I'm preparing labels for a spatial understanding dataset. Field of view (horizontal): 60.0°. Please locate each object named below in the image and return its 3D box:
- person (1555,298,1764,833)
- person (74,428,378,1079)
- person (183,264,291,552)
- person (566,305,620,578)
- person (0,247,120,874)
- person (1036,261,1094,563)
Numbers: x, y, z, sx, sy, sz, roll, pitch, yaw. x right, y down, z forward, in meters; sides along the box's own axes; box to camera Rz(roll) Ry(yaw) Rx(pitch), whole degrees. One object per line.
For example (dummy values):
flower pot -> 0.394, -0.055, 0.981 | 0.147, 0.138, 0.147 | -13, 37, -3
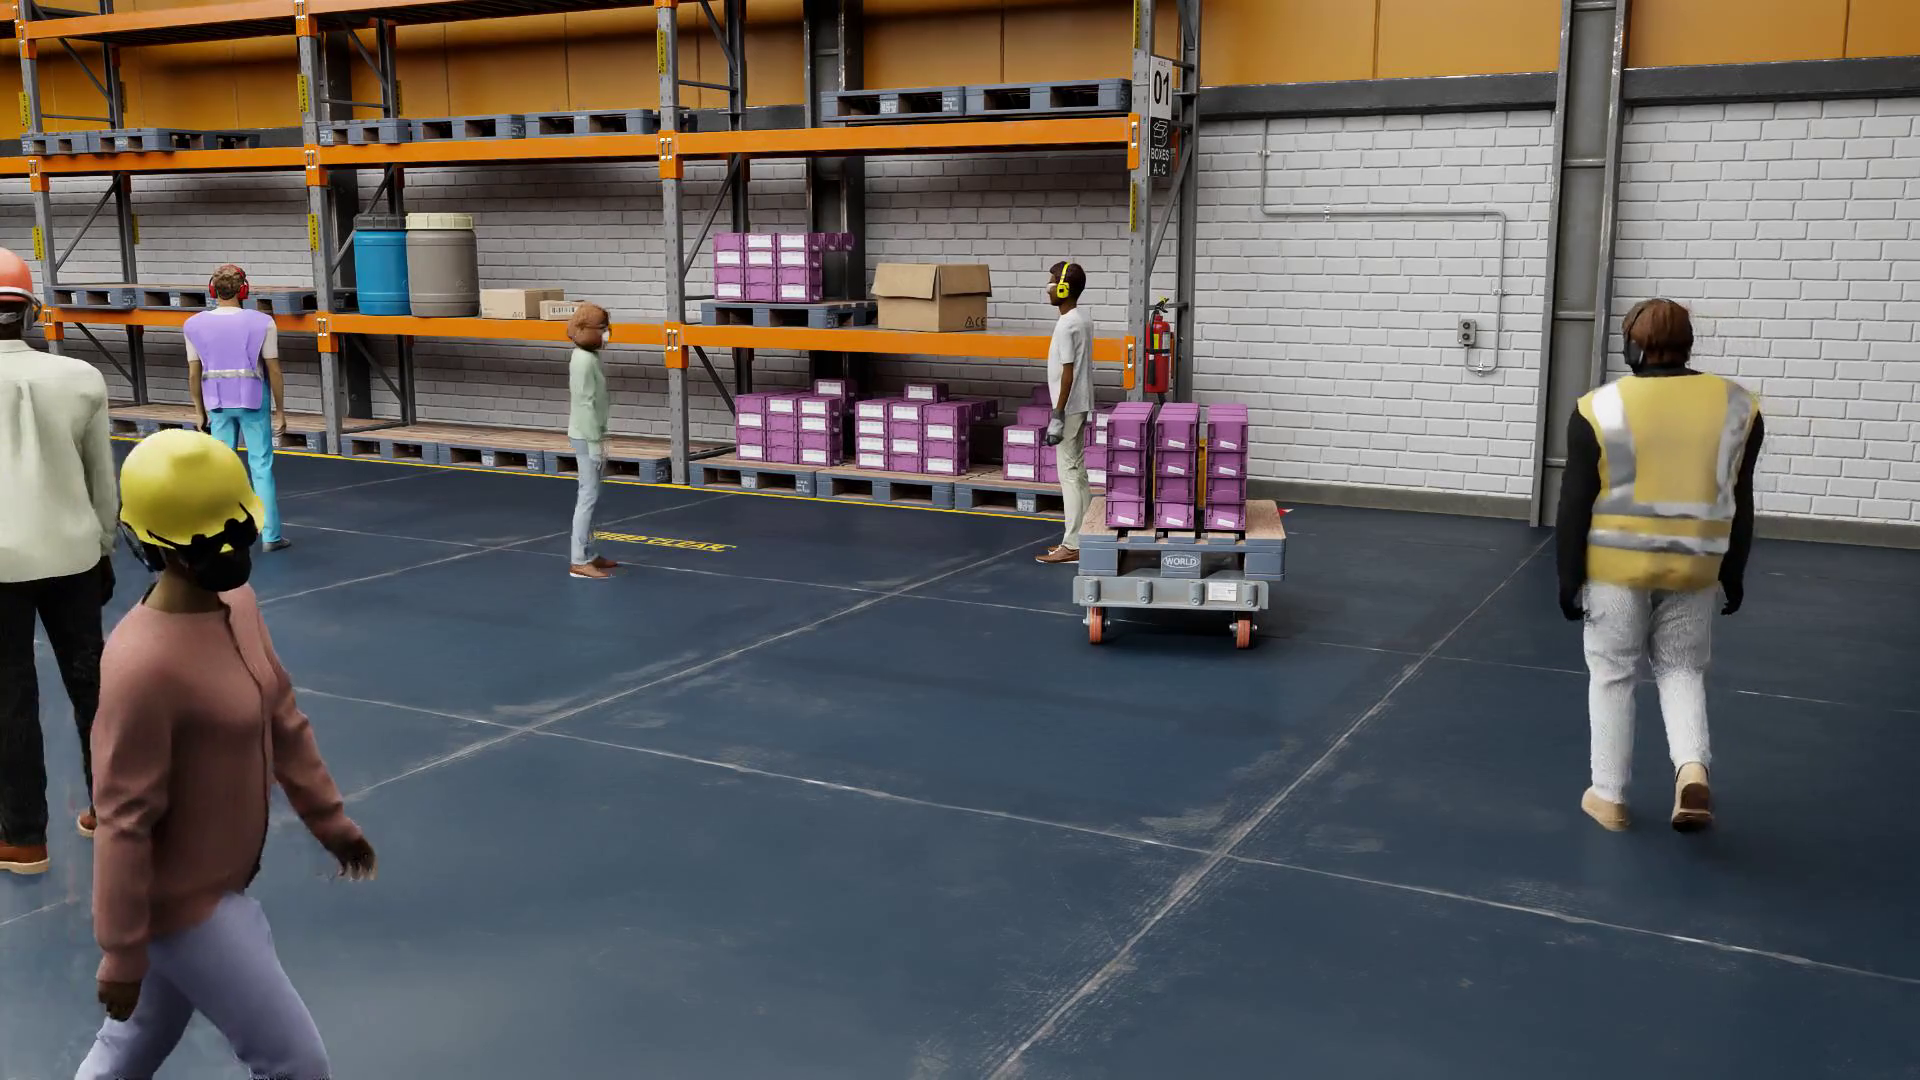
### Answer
person -> 2.317, 0.112, 5.551 | 0.643, 1.823, 0.547 | 1, 10, 6
person -> -1.396, 0.638, 3.015 | 0.887, 1.709, 0.536 | -2, 11, -11
person -> -4.606, -0.823, 10.614 | 0.567, 1.847, 0.389 | -2, 11, -10
person -> -2.216, -0.588, 9.958 | 0.327, 1.622, 0.524 | -2, 11, -11
person -> -2.998, 0.068, 5.322 | 0.389, 1.996, 0.612 | 8, 13, 37
person -> 0.660, -0.786, 10.345 | 0.328, 1.873, 0.519 | 4, 11, 19
